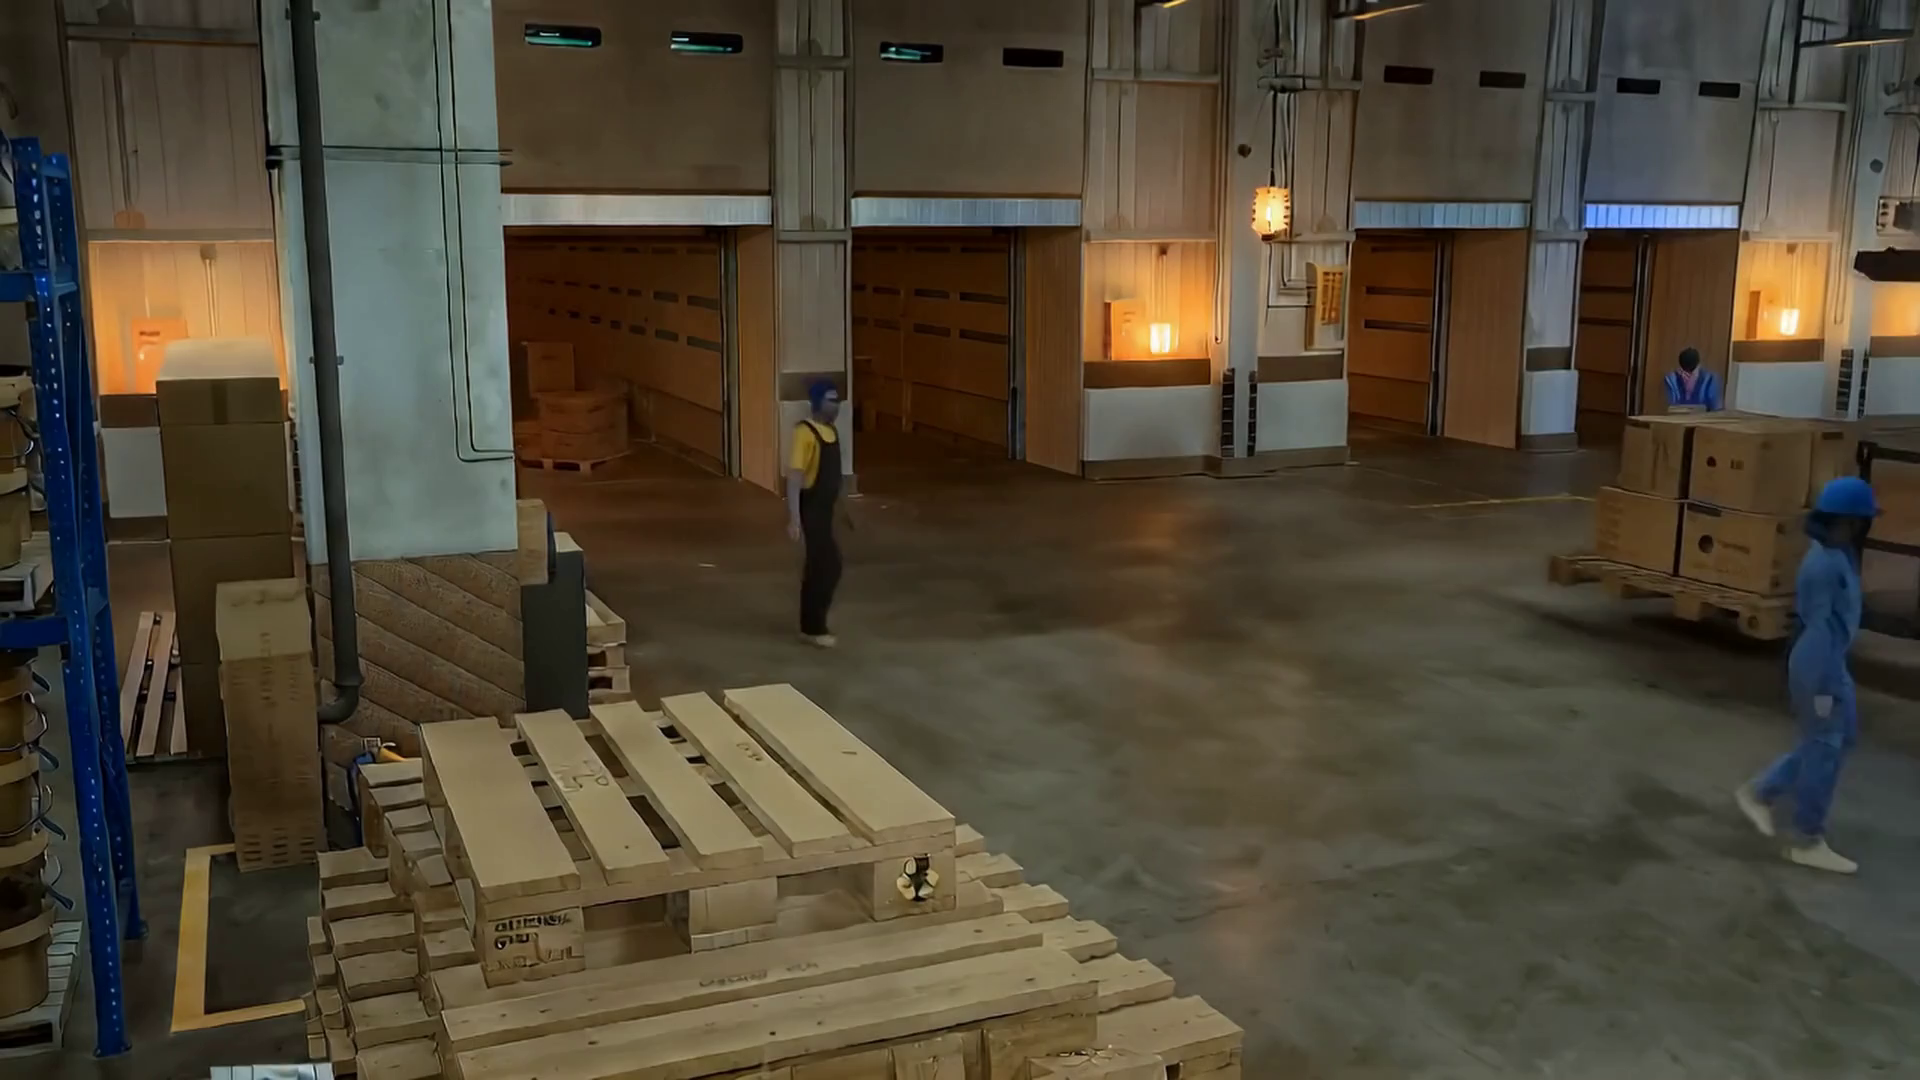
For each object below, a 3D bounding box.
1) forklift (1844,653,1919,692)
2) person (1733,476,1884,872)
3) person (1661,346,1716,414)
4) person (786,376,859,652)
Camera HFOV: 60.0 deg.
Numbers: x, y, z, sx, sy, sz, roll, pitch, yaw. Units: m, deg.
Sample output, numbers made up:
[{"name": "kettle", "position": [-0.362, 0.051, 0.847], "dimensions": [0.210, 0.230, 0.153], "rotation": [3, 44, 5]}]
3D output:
[{"name": "forklift", "position": [6.271, -0.417, 9.482], "dimensions": [1.129, 2.768, 1.873], "rotation": [-4, 11, -23]}, {"name": "person", "position": [3.712, 0.569, 7.222], "dimensions": [0.440, 1.725, 0.496], "rotation": [7, 12, 32]}, {"name": "person", "position": [7.574, -1.218, 17.345], "dimensions": [0.522, 1.621, 0.623], "rotation": [3, 11, 15]}, {"name": "person", "position": [-0.887, -0.169, 11.025], "dimensions": [0.572, 1.824, 0.520], "rotation": [3, 11, 18]}]
